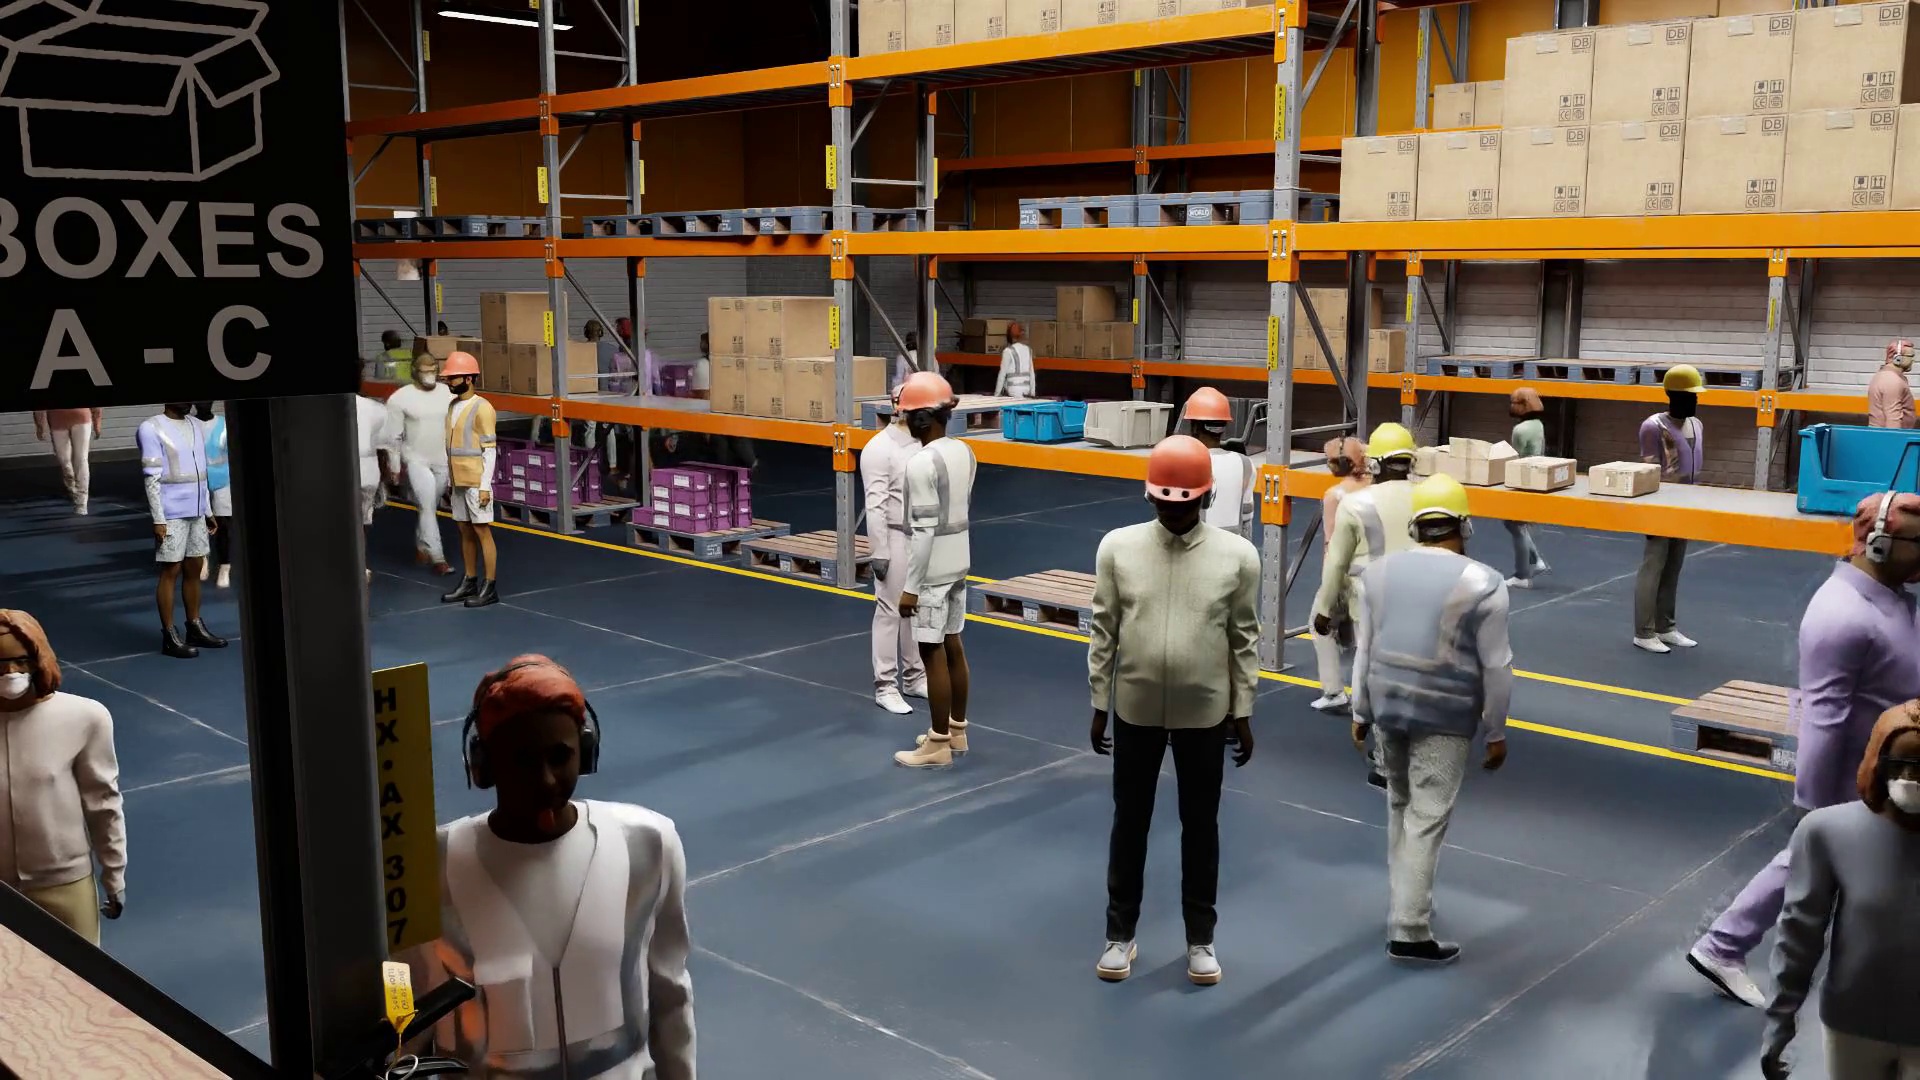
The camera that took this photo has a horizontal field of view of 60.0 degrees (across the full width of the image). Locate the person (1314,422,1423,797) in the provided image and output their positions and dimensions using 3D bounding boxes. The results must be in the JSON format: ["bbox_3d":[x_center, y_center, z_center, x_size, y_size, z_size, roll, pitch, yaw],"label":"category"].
[{"bbox_3d":[2.082,0.320,8.253,0.612,1.801,0.725,-2,10,-14],"label":"person"}]

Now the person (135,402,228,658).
[{"bbox_3d":[-5.149,-0.194,11.039,0.366,1.931,0.542,2,10,15],"label":"person"}]

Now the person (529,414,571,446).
[{"bbox_3d":[-5.510,-1.951,22.197,0.974,1.819,0.507,7,12,37],"label":"person"}]

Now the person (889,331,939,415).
[{"bbox_3d":[-0.527,-1.682,20.569,0.634,1.812,0.916,-8,12,-41],"label":"person"}]

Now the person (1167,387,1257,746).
[{"bbox_3d":[1.301,0.156,8.873,0.552,1.936,0.359,-5,11,-30],"label":"person"}]

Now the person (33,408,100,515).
[{"bbox_3d":[-9.445,-1.274,17.612,0.625,1.956,0.996,-4,10,-23],"label":"person"}]

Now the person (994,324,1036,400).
[{"bbox_3d":[0.731,-2.005,22.479,1.029,1.824,0.597,7,11,36],"label":"person"}]

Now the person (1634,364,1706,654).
[{"bbox_3d":[4.780,-0.214,11.169,0.587,1.928,0.363,-6,11,-35],"label":"person"}]

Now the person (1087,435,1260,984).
[{"bbox_3d":[0.756,0.608,5.956,0.608,1.985,0.396,1,9,8],"label":"person"}]

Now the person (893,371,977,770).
[{"bbox_3d":[-0.148,0.159,8.528,0.381,2.044,0.605,4,10,23],"label":"person"}]

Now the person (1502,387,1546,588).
[{"bbox_3d":[4.484,-0.416,13.349,0.338,1.624,0.505,6,11,33],"label":"person"}]

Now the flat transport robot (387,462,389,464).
[{"bbox_3d":[-6.994,-0.805,19.860,1.431,0.197,0.652,-5,10,-27],"label":"flat transport robot"}]

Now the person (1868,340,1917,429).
[{"bbox_3d":[8.609,-0.891,15.385,0.401,1.907,0.648,3,10,18],"label":"person"}]

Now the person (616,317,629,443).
[{"bbox_3d":[-4.902,-2.364,24.595,0.389,1.848,0.567,-2,9,-10],"label":"person"}]

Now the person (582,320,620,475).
[{"bbox_3d":[-4.513,-1.762,20.649,0.627,1.934,0.371,-2,9,-13],"label":"person"}]

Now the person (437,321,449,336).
[{"bbox_3d":[-6.908,-1.990,22.235,0.520,1.871,0.326,-8,12,-40],"label":"person"}]

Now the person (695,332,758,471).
[{"bbox_3d":[-2.920,-1.617,20.123,0.897,1.816,0.518,1,9,5],"label":"person"}]

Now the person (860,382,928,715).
[{"bbox_3d":[-0.282,0.038,9.686,0.406,1.911,0.639,7,12,36],"label":"person"}]

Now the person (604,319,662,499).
[{"bbox_3d":[-3.726,-1.476,18.692,1.055,1.987,0.609,7,12,37],"label":"person"}]

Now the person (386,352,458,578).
[{"bbox_3d":[-4.527,-0.656,14.091,0.616,1.880,1.108,-7,12,-37],"label":"person"}]

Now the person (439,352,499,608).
[{"bbox_3d":[-3.739,-0.458,12.631,0.543,1.939,0.360,8,12,41],"label":"person"}]

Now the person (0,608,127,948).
[{"bbox_3d":[-2.636,0.989,4.721,0.499,1.628,0.277,-4,10,-24],"label":"person"}]

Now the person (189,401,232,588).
[{"bbox_3d":[-5.994,-0.442,13.289,0.553,1.679,0.364,-4,10,-22],"label":"person"}]

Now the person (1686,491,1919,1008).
[{"bbox_3d":[2.928,0.749,5.490,0.970,1.867,0.653,7,12,38],"label":"person"}]

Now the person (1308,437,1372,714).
[{"bbox_3d":[2.208,0.215,9.481,0.535,1.616,0.534,-6,11,-32],"label":"person"}]

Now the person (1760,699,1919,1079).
[{"bbox_3d":[2.076,1.159,3.732,0.517,1.595,0.784,7,12,38],"label":"person"}]

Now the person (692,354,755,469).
[{"bbox_3d":[-2.386,-1.210,16.932,0.537,2.000,0.693,9,13,43],"label":"person"}]

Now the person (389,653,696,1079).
[{"bbox_3d":[-0.756,1.136,3.063,0.587,1.888,0.399,-5,10,-27],"label":"person"}]

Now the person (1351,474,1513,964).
[{"bbox_3d":[1.753,0.660,6.263,0.634,1.790,0.618,-8,12,-42],"label":"person"}]

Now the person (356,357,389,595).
[{"bbox_3d":[-4.562,-0.436,12.511,0.606,1.930,0.731,-7,12,-36],"label":"person"}]

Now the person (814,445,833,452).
[{"bbox_3d":[-1.863,-2.201,23.458,0.651,1.905,0.846,-7,12,-37],"label":"person"}]

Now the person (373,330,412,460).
[{"bbox_3d":[-6.951,-1.695,20.627,0.517,1.819,0.644,6,11,34],"label":"person"}]
